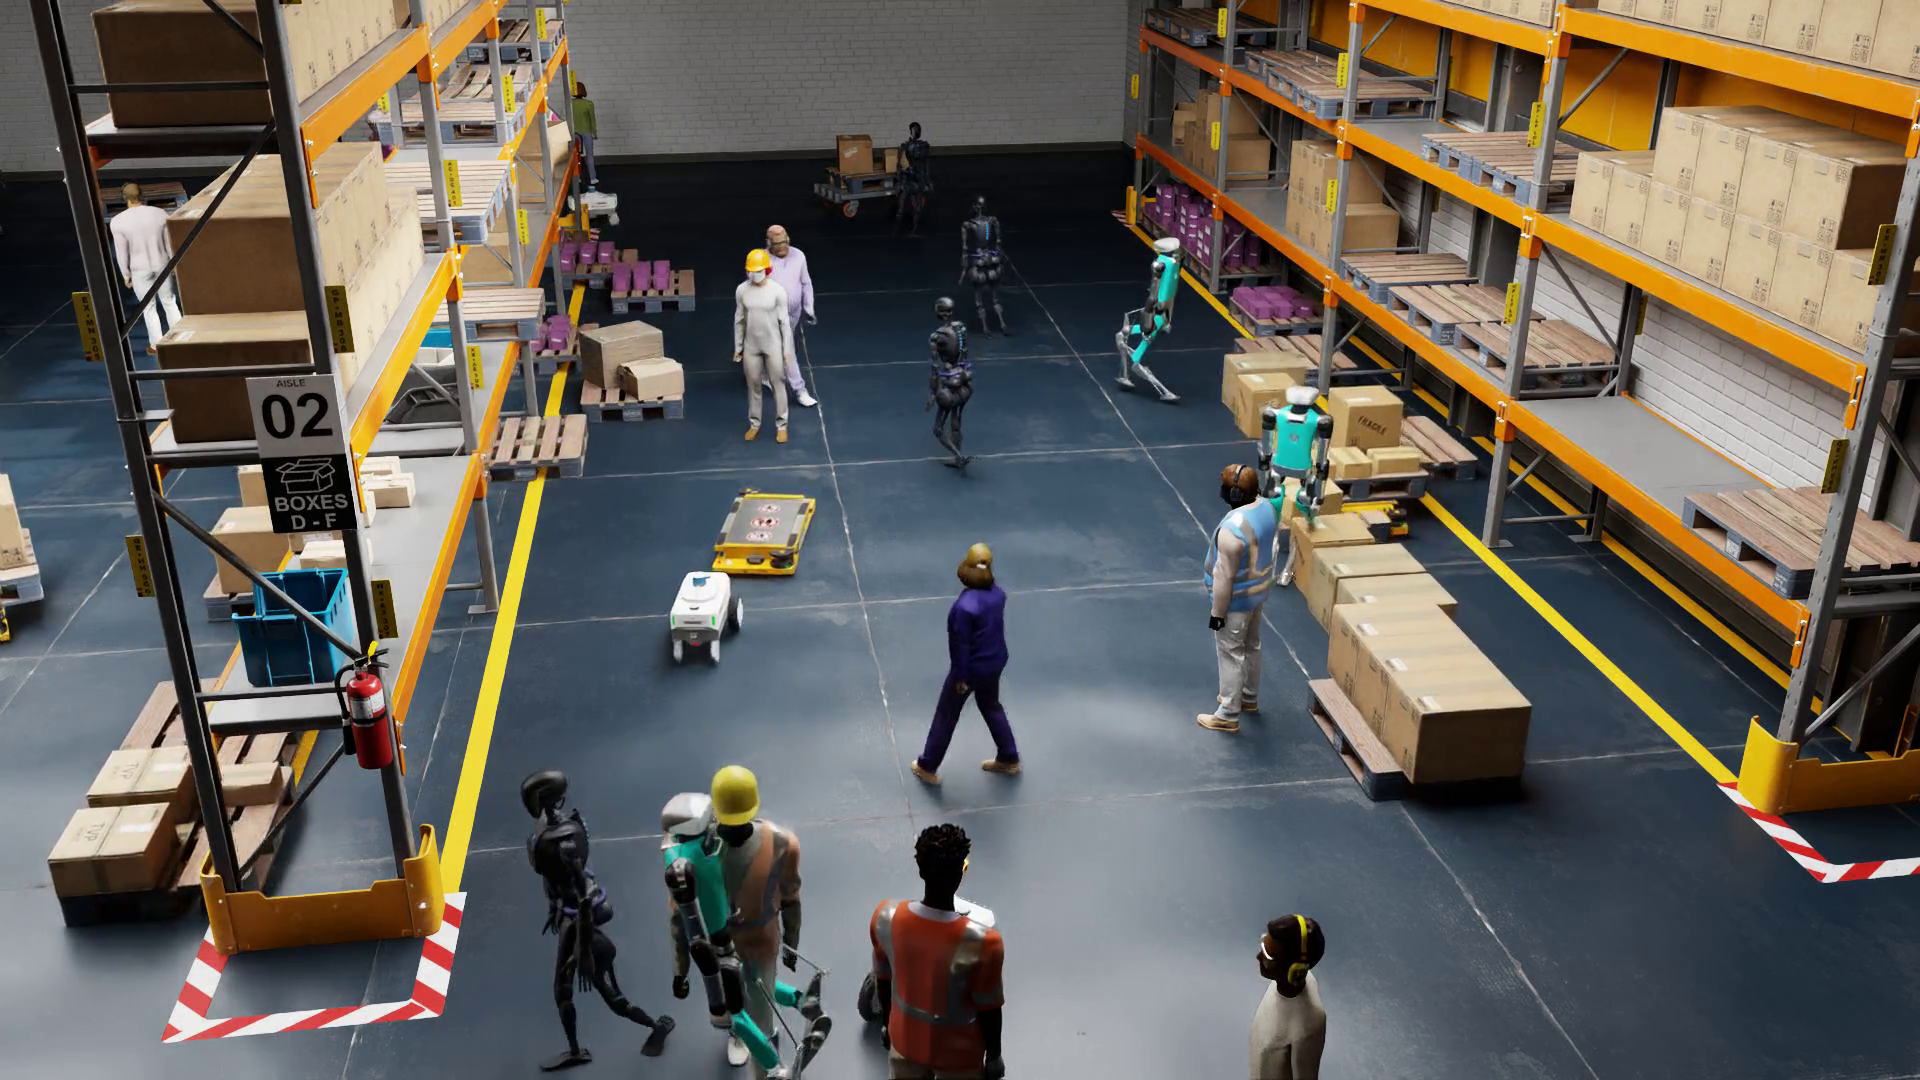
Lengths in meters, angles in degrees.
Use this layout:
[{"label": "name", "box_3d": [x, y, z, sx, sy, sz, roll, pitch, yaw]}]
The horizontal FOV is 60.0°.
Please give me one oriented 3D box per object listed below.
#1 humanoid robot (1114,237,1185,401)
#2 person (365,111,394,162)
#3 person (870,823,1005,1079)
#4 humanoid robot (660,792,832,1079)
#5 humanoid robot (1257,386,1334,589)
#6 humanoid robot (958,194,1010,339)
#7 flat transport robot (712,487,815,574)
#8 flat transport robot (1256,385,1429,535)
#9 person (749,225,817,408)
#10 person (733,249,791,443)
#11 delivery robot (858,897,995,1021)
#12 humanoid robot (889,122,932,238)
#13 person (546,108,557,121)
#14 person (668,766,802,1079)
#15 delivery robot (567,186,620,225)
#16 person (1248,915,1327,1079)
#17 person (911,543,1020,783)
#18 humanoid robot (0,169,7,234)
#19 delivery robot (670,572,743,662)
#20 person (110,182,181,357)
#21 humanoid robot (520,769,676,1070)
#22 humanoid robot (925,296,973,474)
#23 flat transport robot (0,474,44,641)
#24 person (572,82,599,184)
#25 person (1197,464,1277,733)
[{"label": "humanoid robot", "box_3d": [1.858, -2.265, 17.058, 1.032, 1.753, 0.536, 16, 28, 32]}, {"label": "person", "box_3d": [-8.020, -5.187, 23.577, 0.569, 1.814, 0.667, 6, 24, 12]}, {"label": "person", "box_3d": [-0.085, 2.054, 6.911, 0.597, 1.958, 0.379, 14, 27, 28]}, {"label": "humanoid robot", "box_3d": [-0.872, 1.962, 7.451, 0.842, 1.808, 0.551, 1, 24, 2]}, {"label": "humanoid robot", "box_3d": [2.578, -0.398, 12.801, 0.544, 1.798, 0.825, 8, 25, 18]}, {"label": "humanoid robot", "box_3d": [0.278, -3.133, 19.080, 0.585, 1.641, 0.403, -16, 28, -32]}, {"label": "flat transport robot", "box_3d": [-1.618, -0.079, 13.858, 0.659, 0.231, 1.431, 1, 24, 2]}, {"label": "flat transport robot", "box_3d": [3.340, -0.381, 14.546, 0.659, 0.231, 1.431, -3, 24, -8]}, {"label": "person", "box_3d": [-1.805, -2.318, 16.999, 0.628, 1.841, 1.016, -21, 31, -39]}, {"label": "person", "box_3d": [-1.892, -1.852, 15.888, 0.567, 1.888, 0.380, 4, 24, 10]}, {"label": "delivery robot", "box_3d": [-0.125, 2.139, 8.419, 0.499, 0.571, 0.756, 14, 27, 29]}, {"label": "humanoid robot", "box_3d": [-0.716, -5.093, 23.538, 0.608, 1.646, 0.478, -16, 28, -31]}, {"label": "person", "box_3d": [-6.328, -5.811, 24.960, 0.620, 1.845, 0.430, -3, 24, -7]}, {"label": "person", "box_3d": [-1.006, 1.804, 7.567, 0.588, 1.885, 0.958, 0, 24, -1]}, {"label": "delivery robot", "box_3d": [-5.407, -4.919, 24.492, 0.739, 0.566, 0.499, -6, 24, -14]}, {"label": "person", "box_3d": [1.227, 2.252, 6.552, 0.329, 1.876, 0.507, -1, 24, -1]}, {"label": "person", "box_3d": [0.043, 0.772, 10.291, 0.589, 1.578, 0.531, 15, 28, 31]}, {"label": "humanoid robot", "box_3d": [-14.081, -5.224, 23.888, 0.609, 1.630, 0.772, -13, 27, -28]}, {"label": "delivery robot", "box_3d": [-1.884, 0.522, 12.155, 0.499, 0.613, 0.811, 0, 24, 1]}, {"label": "person", "box_3d": [-9.000, -2.996, 18.456, 0.621, 1.925, 0.386, -20, 30, -38]}, {"label": "humanoid robot", "box_3d": [-1.727, 1.806, 7.872, 0.679, 1.647, 0.603, -8, 25, -18]}, {"label": "humanoid robot", "box_3d": [-0.029, -1.402, 15.111, 0.439, 1.641, 0.595, 15, 28, 30]}, {"label": "flat transport robot", "box_3d": [-7.600, 0.490, 12.561, 0.659, 0.231, 1.431, -14, 27, -28]}, {"label": "person", "box_3d": [-6.150, -6.620, 27.072, 0.496, 1.625, 0.285, 3, 24, 7]}, {"label": "person", "box_3d": [1.805, 0.371, 10.895, 0.431, 1.836, 0.622, 14, 28, 30]}]
